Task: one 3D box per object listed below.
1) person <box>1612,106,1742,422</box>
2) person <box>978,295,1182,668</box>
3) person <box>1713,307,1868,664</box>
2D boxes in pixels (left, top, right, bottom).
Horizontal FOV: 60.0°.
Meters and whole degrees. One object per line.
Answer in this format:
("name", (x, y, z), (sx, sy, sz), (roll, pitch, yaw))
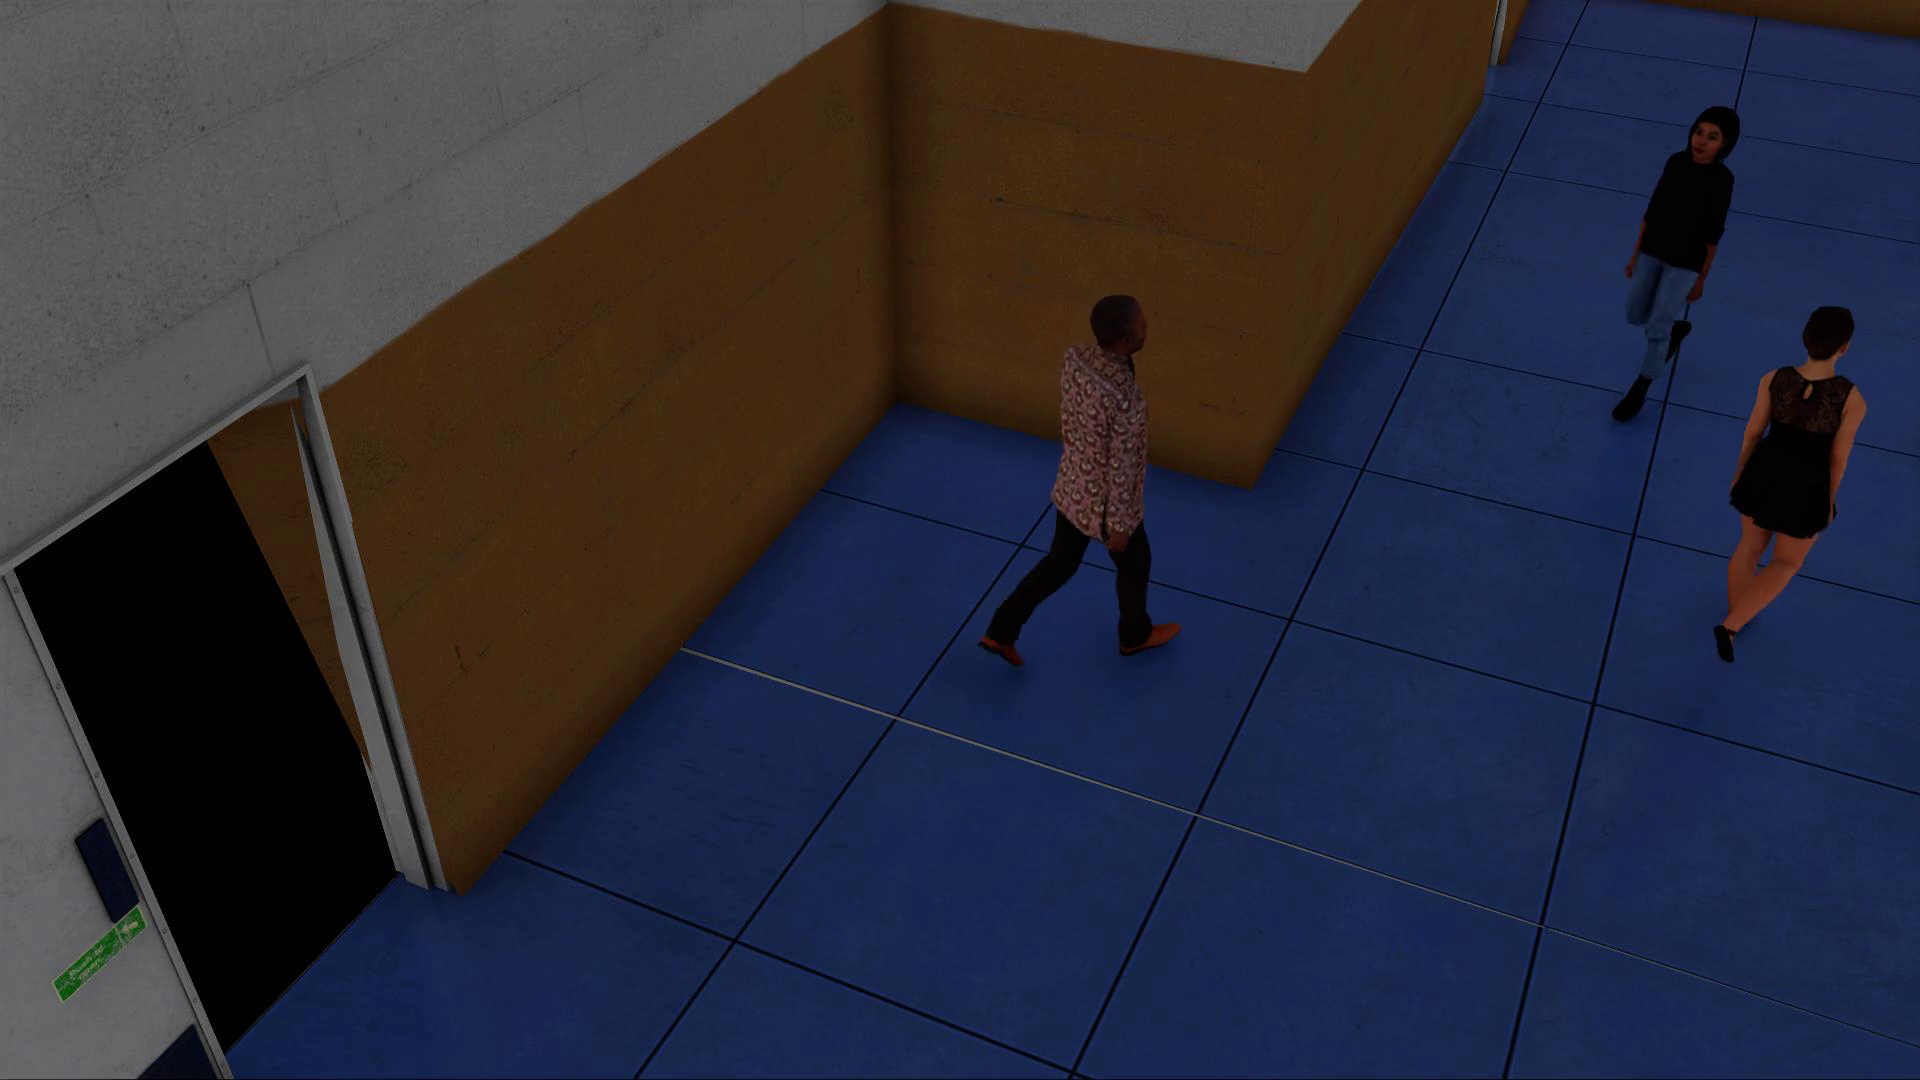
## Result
("person", (3.707, -1.440, 8.579), (0.890, 1.675, 0.938), (-25, 43, -29))
("person", (0.485, -0.164, 6.787), (1.197, 1.787, 1.223), (-19, 41, -23))
("person", (3.397, -0.185, 6.919), (0.876, 1.663, 0.817), (31, 47, 34))
